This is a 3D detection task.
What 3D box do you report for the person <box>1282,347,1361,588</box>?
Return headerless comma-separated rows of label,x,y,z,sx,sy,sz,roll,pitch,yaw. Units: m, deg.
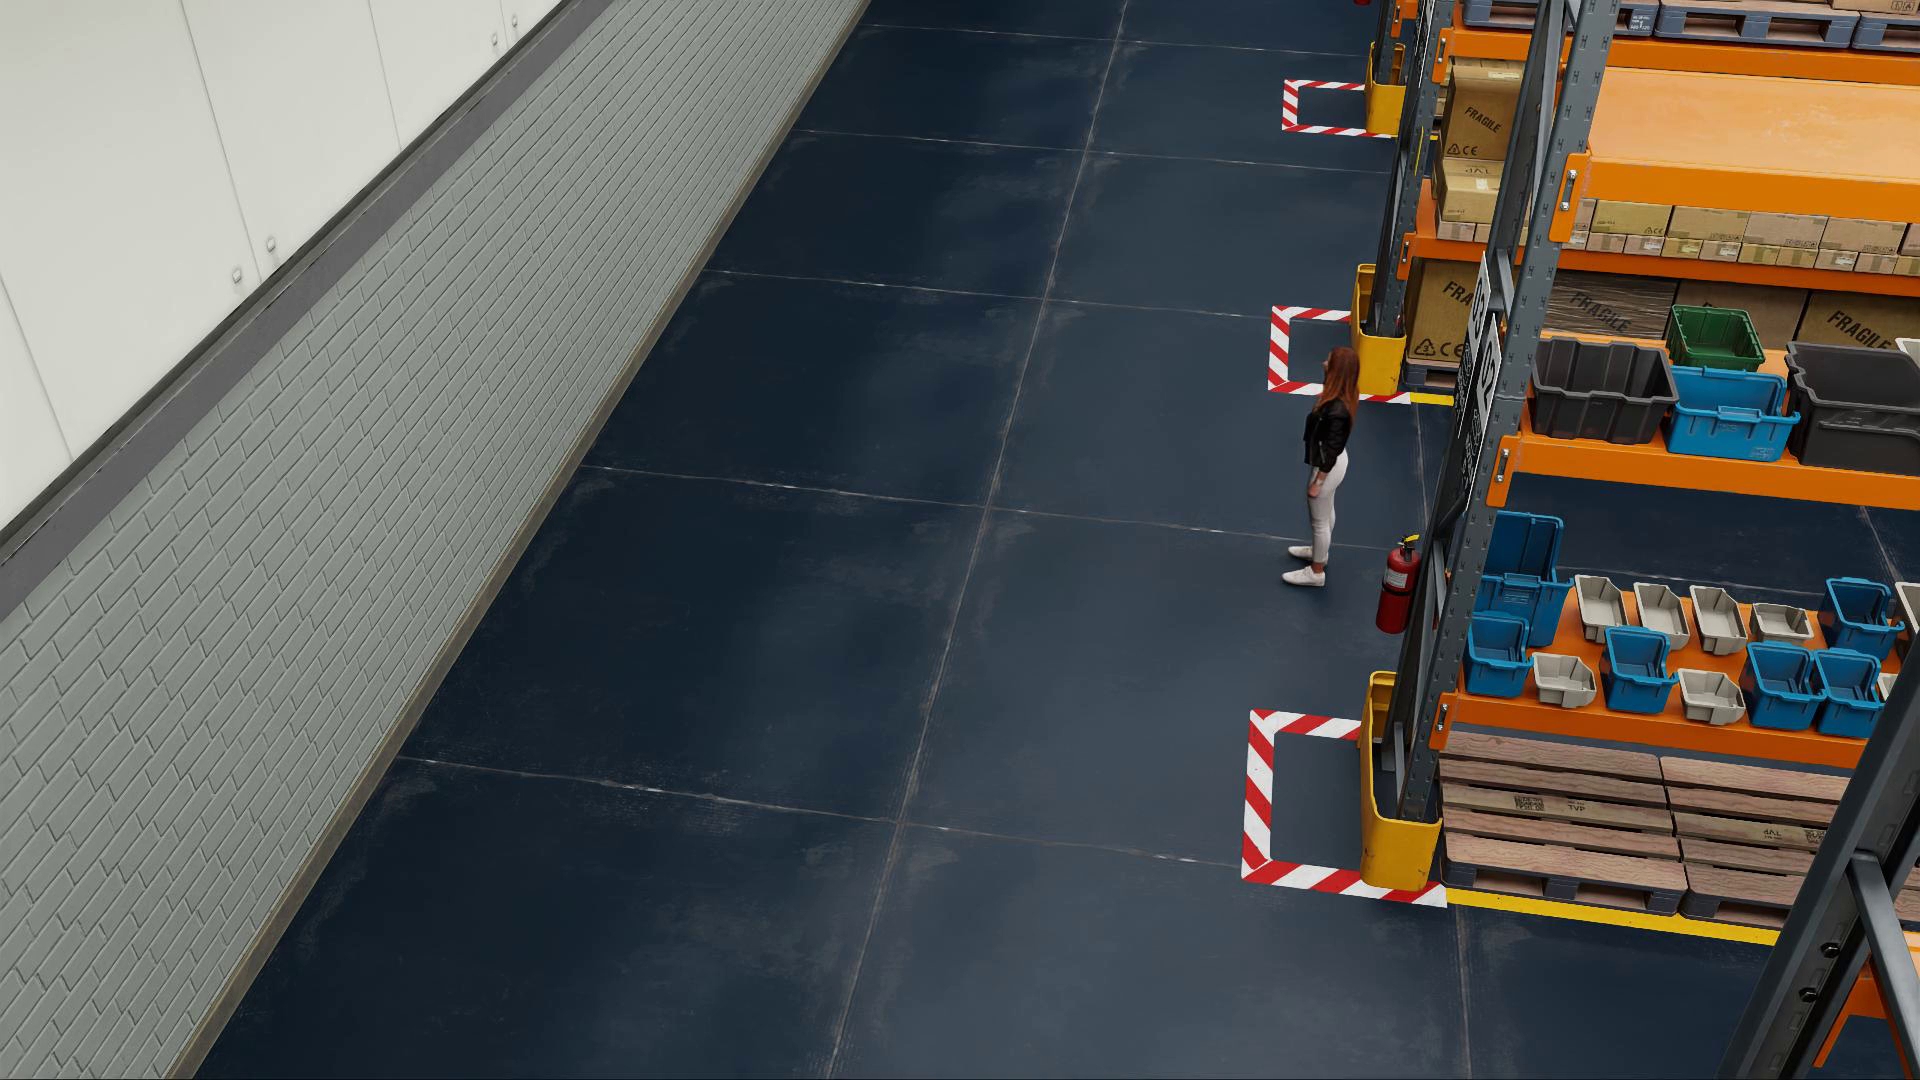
person,2.307,-0.467,10.445,0.562,1.704,0.622,12,39,15
